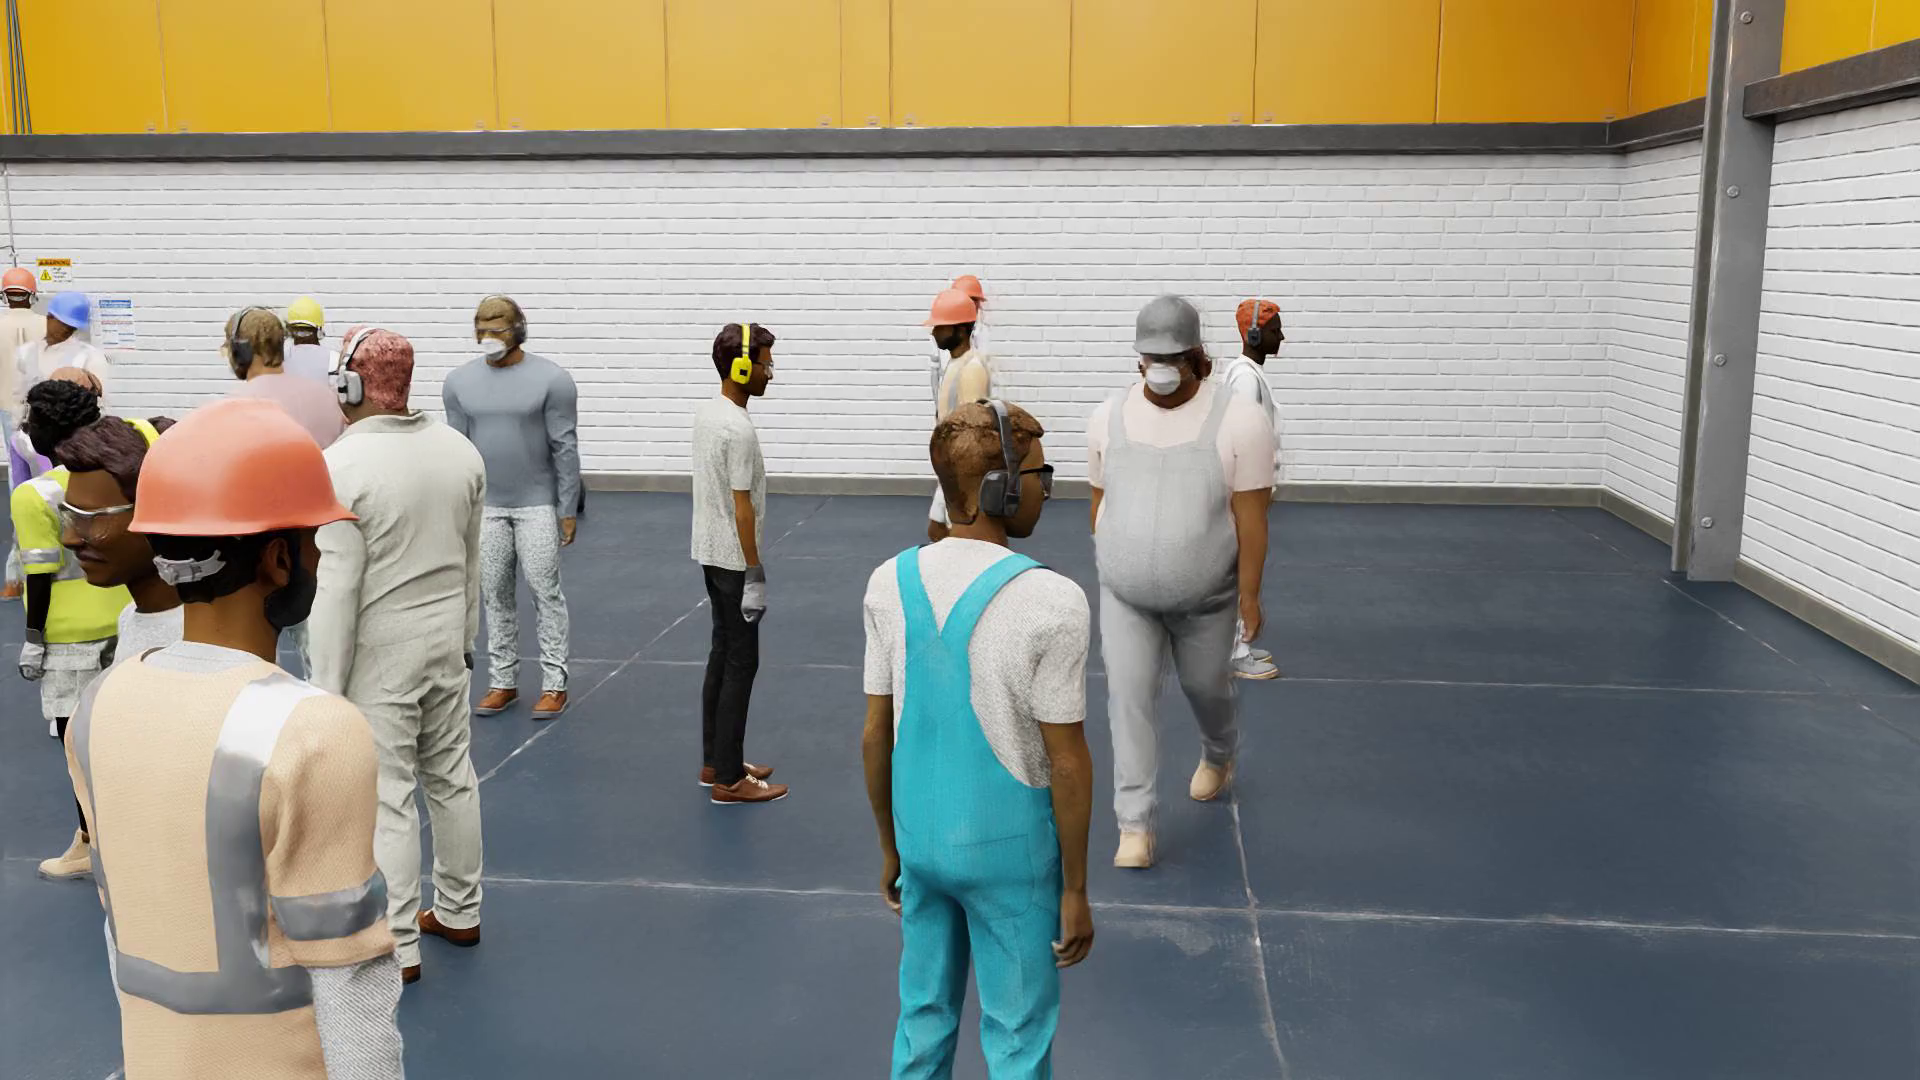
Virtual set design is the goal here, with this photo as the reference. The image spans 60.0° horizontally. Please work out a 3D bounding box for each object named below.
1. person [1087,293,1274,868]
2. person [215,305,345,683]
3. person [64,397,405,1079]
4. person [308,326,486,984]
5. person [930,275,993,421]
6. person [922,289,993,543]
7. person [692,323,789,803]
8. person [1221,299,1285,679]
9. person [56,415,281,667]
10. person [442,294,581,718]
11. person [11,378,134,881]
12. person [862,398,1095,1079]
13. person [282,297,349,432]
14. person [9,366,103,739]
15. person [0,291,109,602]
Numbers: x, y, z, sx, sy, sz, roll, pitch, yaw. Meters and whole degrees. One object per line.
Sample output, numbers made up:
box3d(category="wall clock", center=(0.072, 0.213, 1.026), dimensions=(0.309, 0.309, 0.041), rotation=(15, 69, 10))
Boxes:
box3d(category="person", center=(0.784, 0.073, 5.992), dimensions=(0.678, 2.000, 0.985), rotation=(3, 10, 17))
box3d(category="person", center=(-2.690, 0.062, 6.415), dimensions=(0.768, 1.910, 0.648), rotation=(6, 11, 30))
box3d(category="person", center=(-0.961, 0.770, 2.338), dimensions=(0.551, 1.934, 0.381), rotation=(6, 12, 31))
box3d(category="person", center=(-1.669, 0.336, 4.868), dimensions=(0.407, 1.910, 0.638), rotation=(4, 11, 24))
box3d(category="person", center=(0.033, -1.053, 12.753), dimensions=(0.544, 1.933, 0.376), rotation=(8, 13, 38))
box3d(category="person", center=(0.035, -0.397, 9.036), dimensions=(0.503, 1.917, 0.574), rotation=(-2, 10, -10))
box3d(category="person", center=(-0.853, 0.097, 6.405), dimensions=(0.344, 1.856, 0.525), rotation=(-5, 11, -24))
box3d(category="person", center=(1.440, -0.258, 8.336), dimensions=(0.337, 1.882, 0.584), rotation=(1, 10, 7))
box3d(category="person", center=(-1.307, 0.711, 2.864), dimensions=(0.511, 1.862, 0.325), rotation=(9, 14, 43))
box3d(category="person", center=(-2.032, -0.147, 7.581), dimensions=(0.636, 1.931, 0.377), rotation=(1, 10, 7))
box3d(category="person", center=(-2.988, 0.301, 5.663), dimensions=(0.318, 1.700, 0.535), rotation=(1, 10, 8))
box3d(category="person", center=(0.041, 0.643, 3.301), dimensions=(0.506, 1.843, 0.350), rotation=(7, 12, 34))
box3d(category="person", center=(-4.009, -0.581, 10.330), dimensions=(0.588, 1.834, 0.403), rotation=(-3, 10, -16))
box3d(category="person", center=(-3.819, 0.061, 7.236), dimensions=(0.523, 1.631, 0.324), rotation=(-2, 10, -12))
box3d(category="person", center=(-5.532, -0.576, 10.195), dimensions=(0.649, 1.884, 0.627), rotation=(2, 10, 9))
